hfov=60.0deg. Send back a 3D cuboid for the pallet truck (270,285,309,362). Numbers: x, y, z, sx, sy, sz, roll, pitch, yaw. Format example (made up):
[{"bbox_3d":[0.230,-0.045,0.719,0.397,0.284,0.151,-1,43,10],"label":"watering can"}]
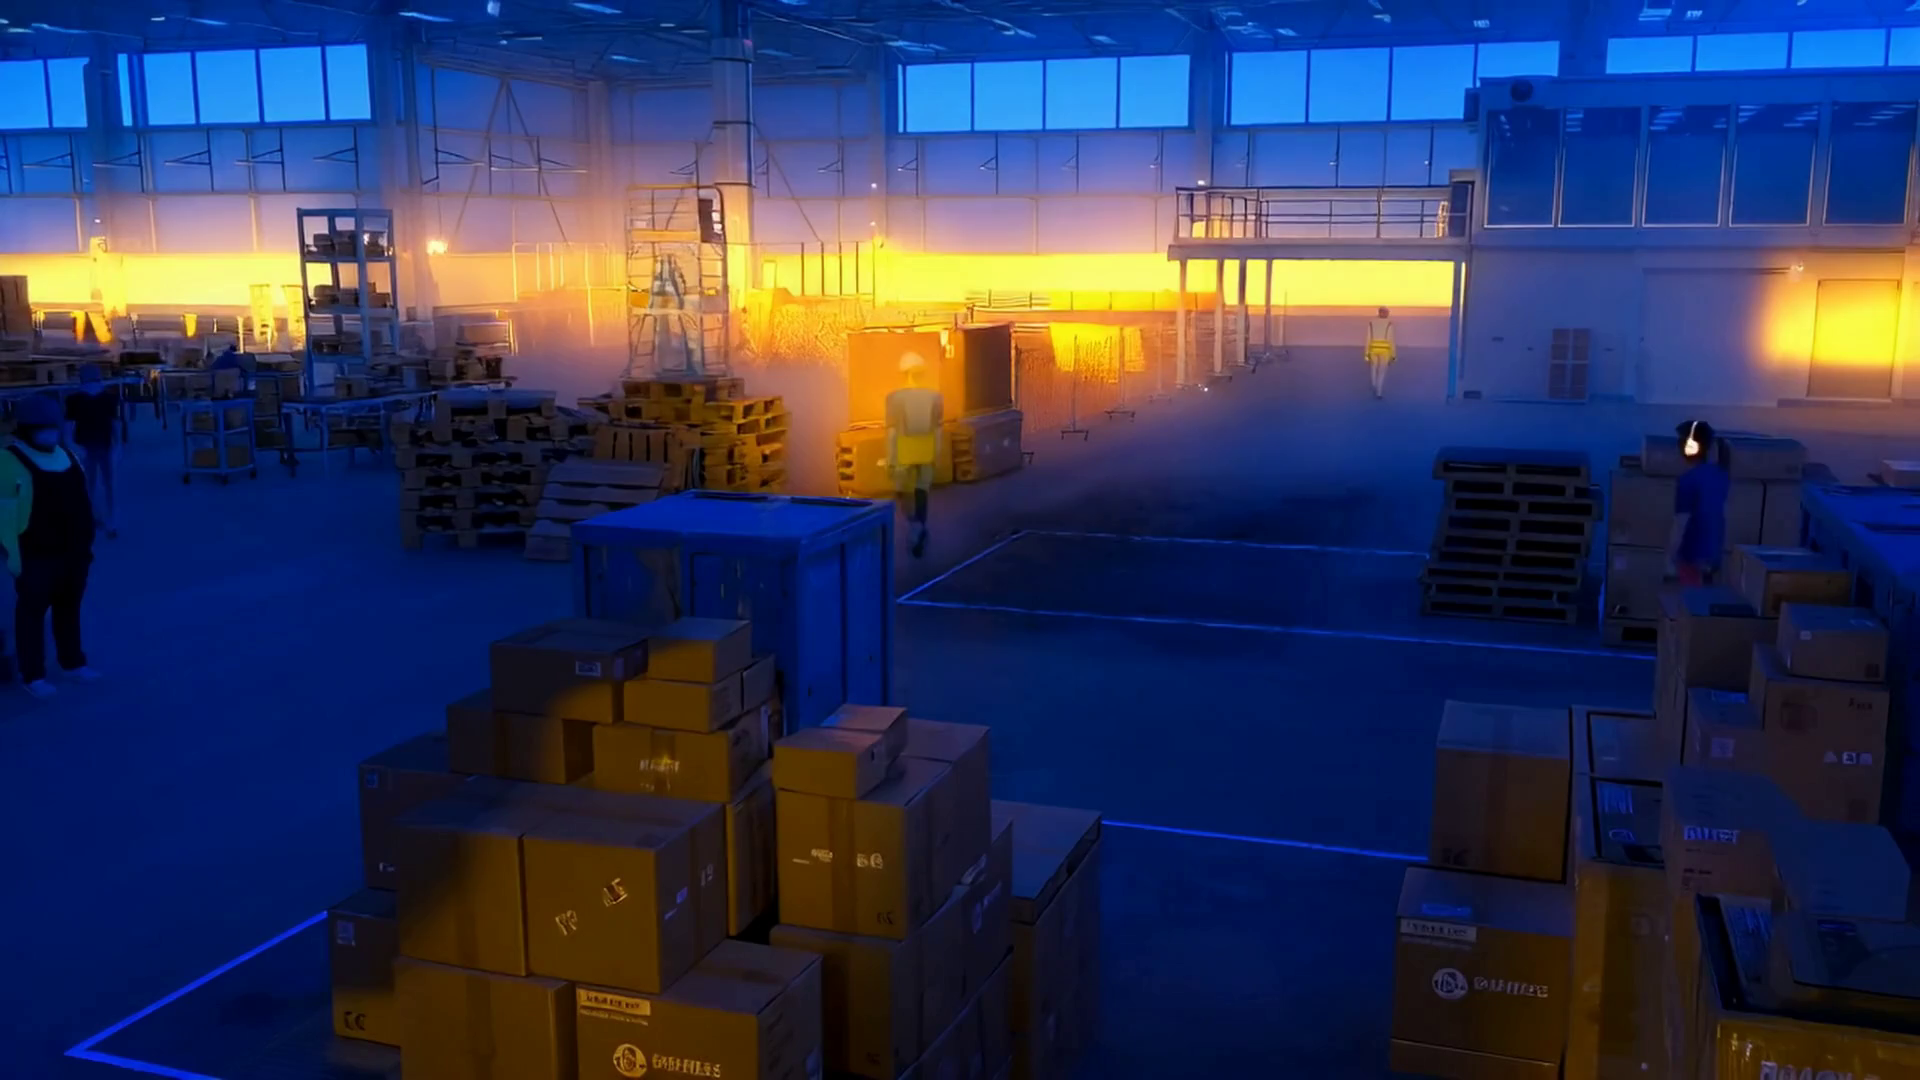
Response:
[{"bbox_3d":[-17.147,-5.700,43.663,0.823,1.965,1.885,3,11,17],"label":"pallet truck"}]

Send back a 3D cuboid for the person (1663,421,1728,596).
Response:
[{"bbox_3d":[5.013,0.113,11.339,0.550,1.851,0.431,-7,13,-36],"label":"person"}]

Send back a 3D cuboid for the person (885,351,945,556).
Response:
[{"bbox_3d":[-0.415,-0.807,16.068,0.605,2.017,0.702,-3,11,-18],"label":"person"}]

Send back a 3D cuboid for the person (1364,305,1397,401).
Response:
[{"bbox_3d":[8.268,-3.656,32.559,0.606,1.850,0.853,6,11,29],"label":"person"}]

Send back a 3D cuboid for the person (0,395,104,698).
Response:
[{"bbox_3d":[-6.144,0.028,11.280,0.536,2.000,0.688,3,11,17],"label":"person"}]

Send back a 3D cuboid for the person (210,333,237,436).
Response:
[{"bbox_3d":[-10.690,-2.125,24.183,0.311,1.769,0.522,0,10,2],"label":"person"}]

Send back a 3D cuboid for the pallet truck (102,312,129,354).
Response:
[{"bbox_3d":[-23.057,-5.777,46.261,0.680,1.201,1.601,3,11,19],"label":"pallet truck"}]

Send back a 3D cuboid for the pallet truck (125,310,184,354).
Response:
[{"bbox_3d":[-22.038,-5.665,45.457,0.704,1.261,1.522,3,11,17],"label":"pallet truck"}]

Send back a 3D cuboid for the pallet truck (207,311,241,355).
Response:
[{"bbox_3d":[-19.537,-5.575,44.913,0.653,1.274,1.630,3,11,19],"label":"pallet truck"}]

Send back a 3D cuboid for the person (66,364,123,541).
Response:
[{"bbox_3d":[-9.034,-0.938,17.379,0.498,1.831,0.966,-5,11,-26],"label":"person"}]

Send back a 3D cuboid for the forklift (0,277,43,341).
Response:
[{"bbox_3d":[-27.151,-6.329,46.328,1.157,1.987,2.680,3,11,17],"label":"forklift"}]

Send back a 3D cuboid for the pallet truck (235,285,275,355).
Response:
[{"bbox_3d":[-18.327,-5.835,44.421,0.823,1.965,1.885,4,11,23],"label":"pallet truck"}]
